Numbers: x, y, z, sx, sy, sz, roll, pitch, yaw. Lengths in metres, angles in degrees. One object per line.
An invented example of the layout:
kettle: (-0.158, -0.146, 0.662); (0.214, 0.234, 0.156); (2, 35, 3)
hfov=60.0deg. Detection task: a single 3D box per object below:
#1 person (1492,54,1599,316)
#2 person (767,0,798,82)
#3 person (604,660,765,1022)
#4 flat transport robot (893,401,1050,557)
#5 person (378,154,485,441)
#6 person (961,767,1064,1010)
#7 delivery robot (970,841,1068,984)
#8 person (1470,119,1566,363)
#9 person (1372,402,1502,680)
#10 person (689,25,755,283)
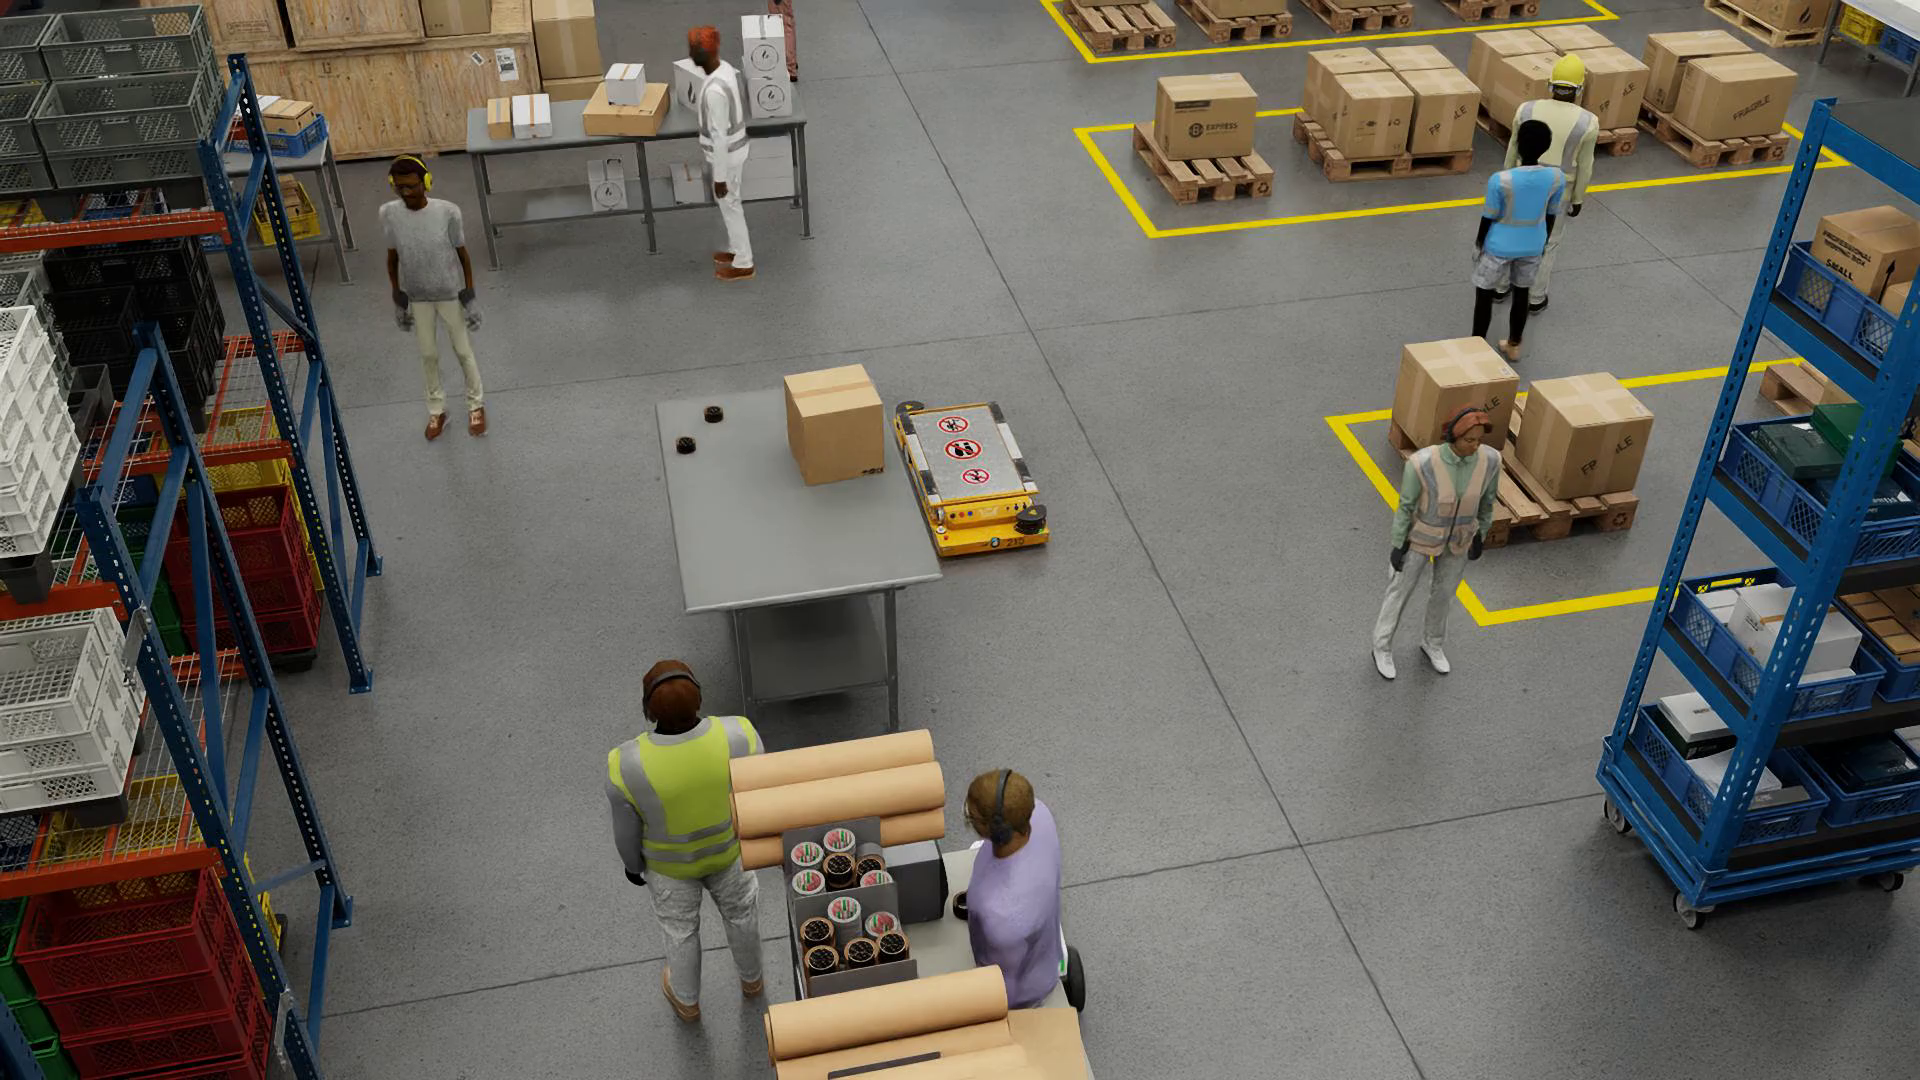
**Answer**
person: (4.064, -2.463, 11.554); (0.590, 1.827, 0.403); (24, 43, 29)
person: (-1.677, -5.111, 15.051); (0.401, 1.900, 0.647); (-2, 37, -3)
person: (-1.057, 1.197, 6.614); (0.628, 1.846, 0.429); (-15, 39, -19)
flat transport robot: (0.046, -0.430, 10.108); (0.652, 0.197, 1.431); (-8, 37, -10)
person: (-3.208, -1.467, 10.179); (0.562, 1.864, 0.362); (-4, 37, -6)
person: (0.185, 1.563, 6.057); (0.372, 1.931, 0.625); (6, 37, 9)
delivery robot: (0.234, 1.591, 7.081); (0.477, 0.478, 0.707); (-5, 37, -6)
person: (3.643, -1.936, 10.954); (0.542, 1.691, 0.321); (-5, 37, -7)
person: (2.410, 0.009, 8.389); (0.521, 1.633, 0.315); (-5, 37, -6)
person: (-1.682, -2.744, 11.885); (0.348, 1.876, 0.616); (-2, 37, -3)
